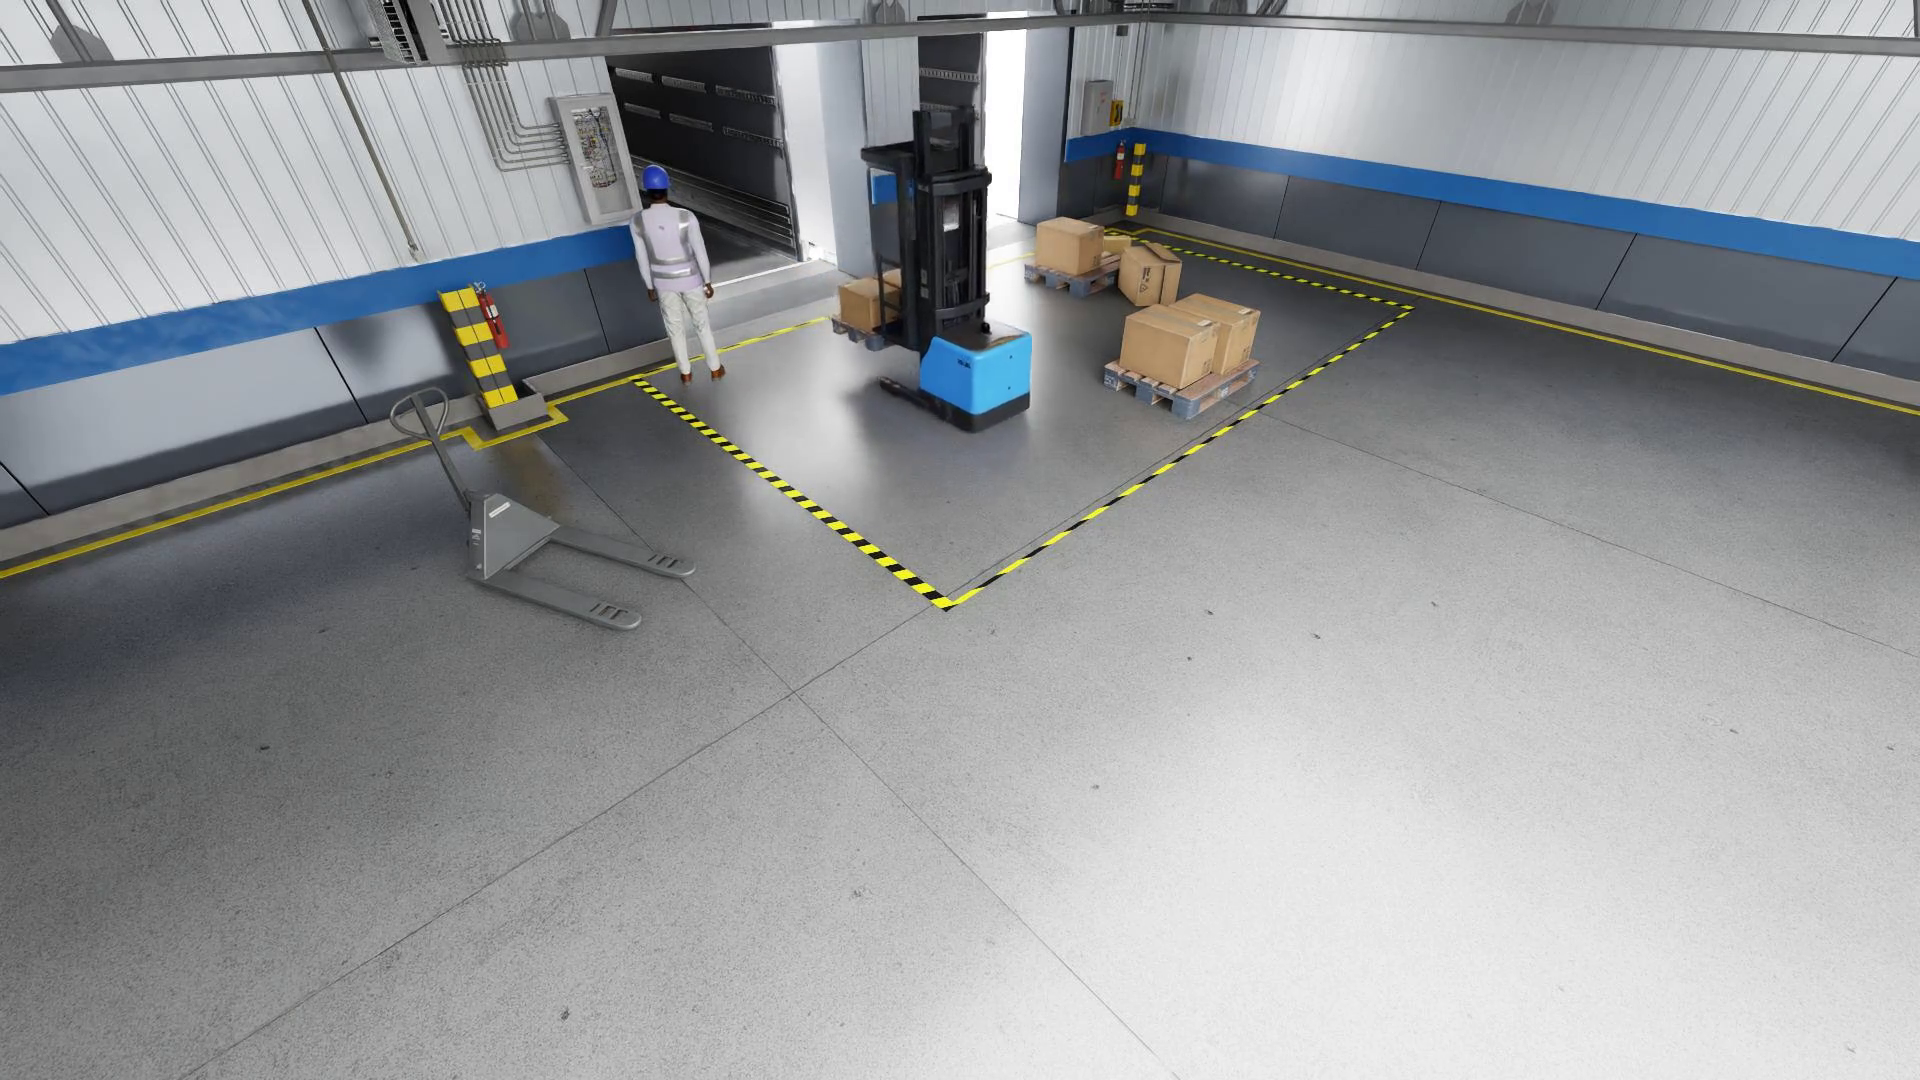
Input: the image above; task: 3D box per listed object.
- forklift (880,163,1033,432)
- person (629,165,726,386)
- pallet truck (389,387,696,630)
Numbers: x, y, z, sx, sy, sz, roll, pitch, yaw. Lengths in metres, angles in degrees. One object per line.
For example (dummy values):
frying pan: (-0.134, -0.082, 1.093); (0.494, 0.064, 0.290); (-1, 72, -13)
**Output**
forklift: (0.095, -2.029, 6.242); (0.716, 2.013, 0.776); (-30, 47, -33)
person: (-2.606, -2.392, 6.788); (0.614, 1.945, 0.403); (-9, 39, -11)
pallet truck: (-2.613, -0.247, 4.593); (1.601, 1.201, 0.680); (14, 40, 17)
